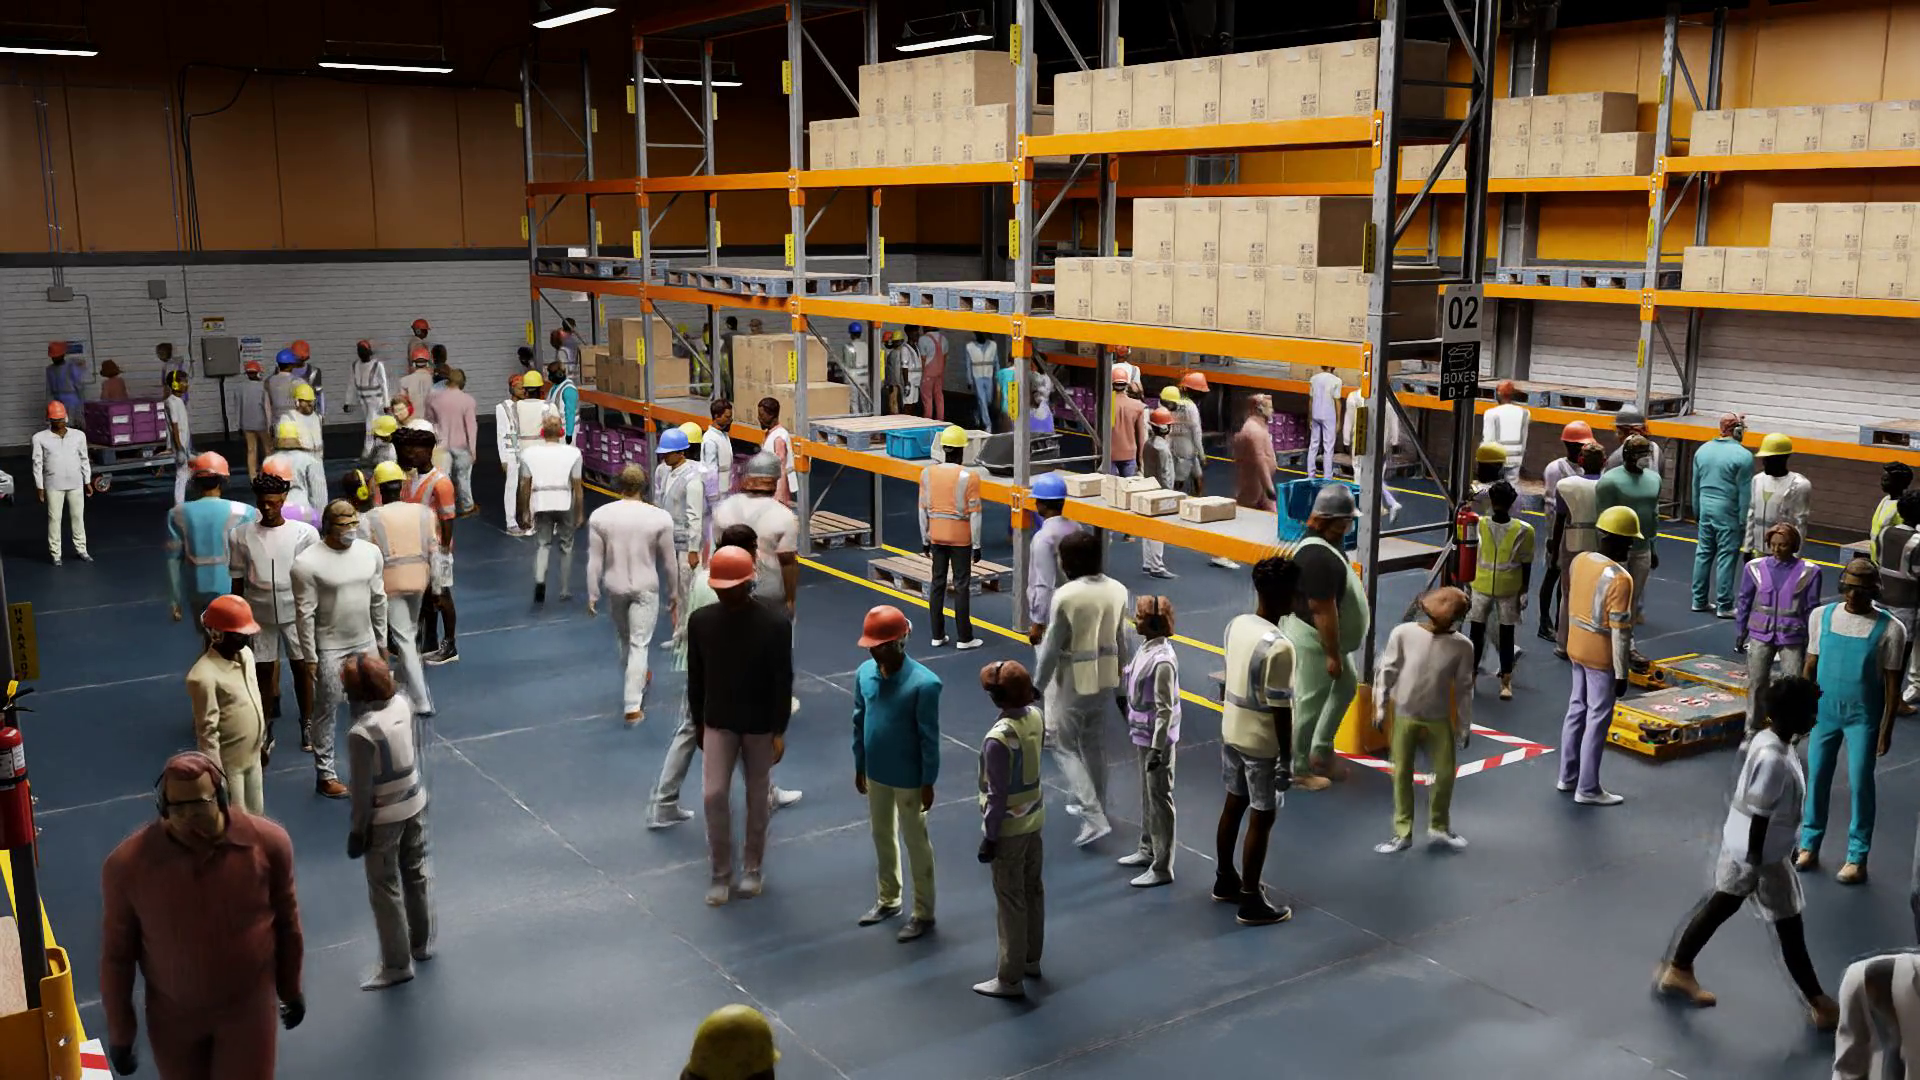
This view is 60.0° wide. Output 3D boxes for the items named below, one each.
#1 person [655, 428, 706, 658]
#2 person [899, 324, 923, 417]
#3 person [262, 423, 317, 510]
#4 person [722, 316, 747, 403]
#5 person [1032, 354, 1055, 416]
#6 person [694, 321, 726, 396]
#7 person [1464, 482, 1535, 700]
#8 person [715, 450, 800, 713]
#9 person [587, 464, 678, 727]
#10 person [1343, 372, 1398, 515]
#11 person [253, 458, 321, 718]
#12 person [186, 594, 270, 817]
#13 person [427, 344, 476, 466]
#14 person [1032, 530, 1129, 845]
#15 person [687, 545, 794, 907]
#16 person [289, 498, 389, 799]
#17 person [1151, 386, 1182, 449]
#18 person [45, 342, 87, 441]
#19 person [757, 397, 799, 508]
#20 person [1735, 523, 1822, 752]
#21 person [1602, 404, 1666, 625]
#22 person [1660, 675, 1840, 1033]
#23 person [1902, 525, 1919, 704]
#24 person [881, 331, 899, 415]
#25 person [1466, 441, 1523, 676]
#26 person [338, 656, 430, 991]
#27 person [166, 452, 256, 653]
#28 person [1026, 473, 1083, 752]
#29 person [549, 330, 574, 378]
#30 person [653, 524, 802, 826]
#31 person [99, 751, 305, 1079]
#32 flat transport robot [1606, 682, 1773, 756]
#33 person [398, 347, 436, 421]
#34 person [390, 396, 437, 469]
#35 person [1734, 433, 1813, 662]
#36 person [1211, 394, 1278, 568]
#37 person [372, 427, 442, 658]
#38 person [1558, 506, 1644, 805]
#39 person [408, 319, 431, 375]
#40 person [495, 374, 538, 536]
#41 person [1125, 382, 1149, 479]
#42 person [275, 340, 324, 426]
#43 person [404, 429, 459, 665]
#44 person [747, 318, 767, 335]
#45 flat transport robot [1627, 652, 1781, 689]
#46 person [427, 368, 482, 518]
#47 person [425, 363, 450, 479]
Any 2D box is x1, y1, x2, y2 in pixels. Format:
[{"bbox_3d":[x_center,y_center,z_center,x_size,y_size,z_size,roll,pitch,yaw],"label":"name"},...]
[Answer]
[{"bbox_3d":[-2.353,0.018,14.027,0.414,1.940,0.605,-7,13,-32],"label":"person"},{"bbox_3d":[-0.790,-2.571,27.199,0.367,1.966,0.607,3,11,16],"label":"person"},{"bbox_3d":[-6.527,-0.296,16.244,0.487,1.688,0.926,-4,12,-21],"label":"person"},{"bbox_3d":[-4.162,-3.282,31.151,0.554,1.852,0.405,1,11,6],"label":"person"},{"bbox_3d":[1.200,-1.989,25.061,0.556,1.637,0.750,-9,14,-38],"label":"person"},{"bbox_3d":[-4.451,-2.981,29.681,0.587,1.829,0.517,-1,11,-3],"label":"person"},{"bbox_3d":[4.118,0.384,12.783,0.533,1.693,0.319,5,12,24],"label":"person"},{"bbox_3d":[-1.471,0.340,12.113,0.699,2.000,0.732,5,12,26],"label":"person"},{"bbox_3d":[-2.410,0.372,12.373,0.638,1.873,1.050,1,11,5],"label":"person"},{"bbox_3d":[5.087,-1.215,20.640,0.669,1.829,0.432,0,11,-1],"label":"person"},{"bbox_3d":[-5.020,0.355,12.342,0.549,1.925,0.384,-7,13,-33],"label":"person"},{"bbox_3d":[-3.829,1.133,8.825,0.353,1.739,0.577,0,11,2],"label":"person"},{"bbox_3d":[-7.467,-1.872,23.909,0.584,1.863,1.021,6,12,27],"label":"person"},{"bbox_3d":[0.748,0.862,9.848,0.593,1.881,0.631,-10,15,-42],"label":"person"},{"bbox_3d":[-1.186,1.001,8.898,0.612,1.972,0.609,1,11,4],"label":"person"},{"bbox_3d":[-3.949,0.681,10.665,0.371,1.933,0.626,8,14,36],"label":"person"},{"bbox_3d":[2.356,-0.936,19.421,0.436,1.742,0.545,2,11,12],"label":"person"},{"bbox_3d":[-13.127,-1.965,24.340,0.575,1.873,0.975,3,12,17],"label":"person"},{"bbox_3d":[-1.821,-0.479,16.661,0.391,1.905,0.599,-3,11,-14],"label":"person"},{"bbox_3d":[5.604,0.682,11.413,0.530,1.631,0.312,8,14,37],"label":"person"},{"bbox_3d":[5.986,-0.220,14.979,0.693,2.000,0.535,-9,14,-38],"label":"person"},{"bbox_3d":[3.723,1.411,7.624,0.908,1.638,0.539,5,12,23],"label":"person"},{"bbox_3d":[7.318,0.350,12.451,0.401,1.894,0.653,-5,12,-23],"label":"person"},{"bbox_3d":[-1.179,-2.696,28.431,0.353,1.738,0.574,-1,11,-3],"label":"person"},{"bbox_3d":[4.278,0.158,13.390,0.595,1.906,0.651,-8,14,-37],"label":"person"},{"bbox_3d":[-2.777,1.338,8.095,0.321,1.619,0.576,2,11,10],"label":"person"},{"bbox_3d":[-5.394,0.357,12.145,0.619,1.991,0.951,-1,11,-4],"label":"person"},{"bbox_3d":[0.643,0.498,11.541,0.404,1.945,0.615,6,12,26],"label":"person"},{"bbox_3d":[-6.460,-2.469,26.945,0.401,1.873,0.624,-1,11,-5],"label":"person"},{"bbox_3d":[-1.475,0.823,10.170,0.978,1.846,0.641,-8,14,-36],"label":"person"},{"bbox_3d":[-2.708,1.623,5.992,0.651,1.875,0.901,-4,12,-21],"label":"person"},{"bbox_3d":[5.190,1.265,11.920,1.431,0.197,0.652,-6,13,-29],"label":"flat transport robot"},{"bbox_3d":[-7.034,-1.533,21.847,0.621,1.985,0.408,-3,12,-16],"label":"person"},{"bbox_3d":[-5.849,-0.642,17.751,0.564,1.805,0.605,0,11,3],"label":"person"},{"bbox_3d":[6.782,0.060,13.866,0.403,1.918,0.590,-4,12,-19],"label":"person"},{"bbox_3d":[3.124,-0.599,17.410,1.010,1.853,0.644,3,12,17],"label":"person"},{"bbox_3d":[-4.655,0.012,14.018,0.385,1.957,0.602,7,13,31],"label":"person"},{"bbox_3d":[4.040,0.726,10.475,0.396,1.913,0.591,-2,11,-11],"label":"person"},{"bbox_3d":[-9.028,-2.712,27.883,0.406,1.986,0.612,0,11,0],"label":"person"},{"bbox_3d":[-5.119,-0.986,19.321,0.352,1.880,0.577,8,13,35],"label":"person"},{"bbox_3d":[2.198,-1.172,20.910,0.315,1.630,0.516,-6,13,-29],"label":"person"},{"bbox_3d":[-9.104,-1.762,22.974,0.637,2.007,0.678,-5,12,-22],"label":"person"},{"bbox_3d":[-4.408,0.050,13.791,0.606,1.965,0.367,10,15,41],"label":"person"},{"bbox_3d":[-3.591,-3.036,29.790,0.643,1.889,0.575,5,12,23],"label":"person"},{"bbox_3d":[5.910,1.107,12.731,0.652,0.197,1.431,-6,13,-29],"label":"flat transport robot"},{"bbox_3d":[-6.118,-1.124,20.030,0.707,1.882,1.043,2,11,9],"label":"person"},{"bbox_3d":[-6.748,-1.387,21.620,0.492,1.808,0.671,1,11,6],"label":"person"}]
